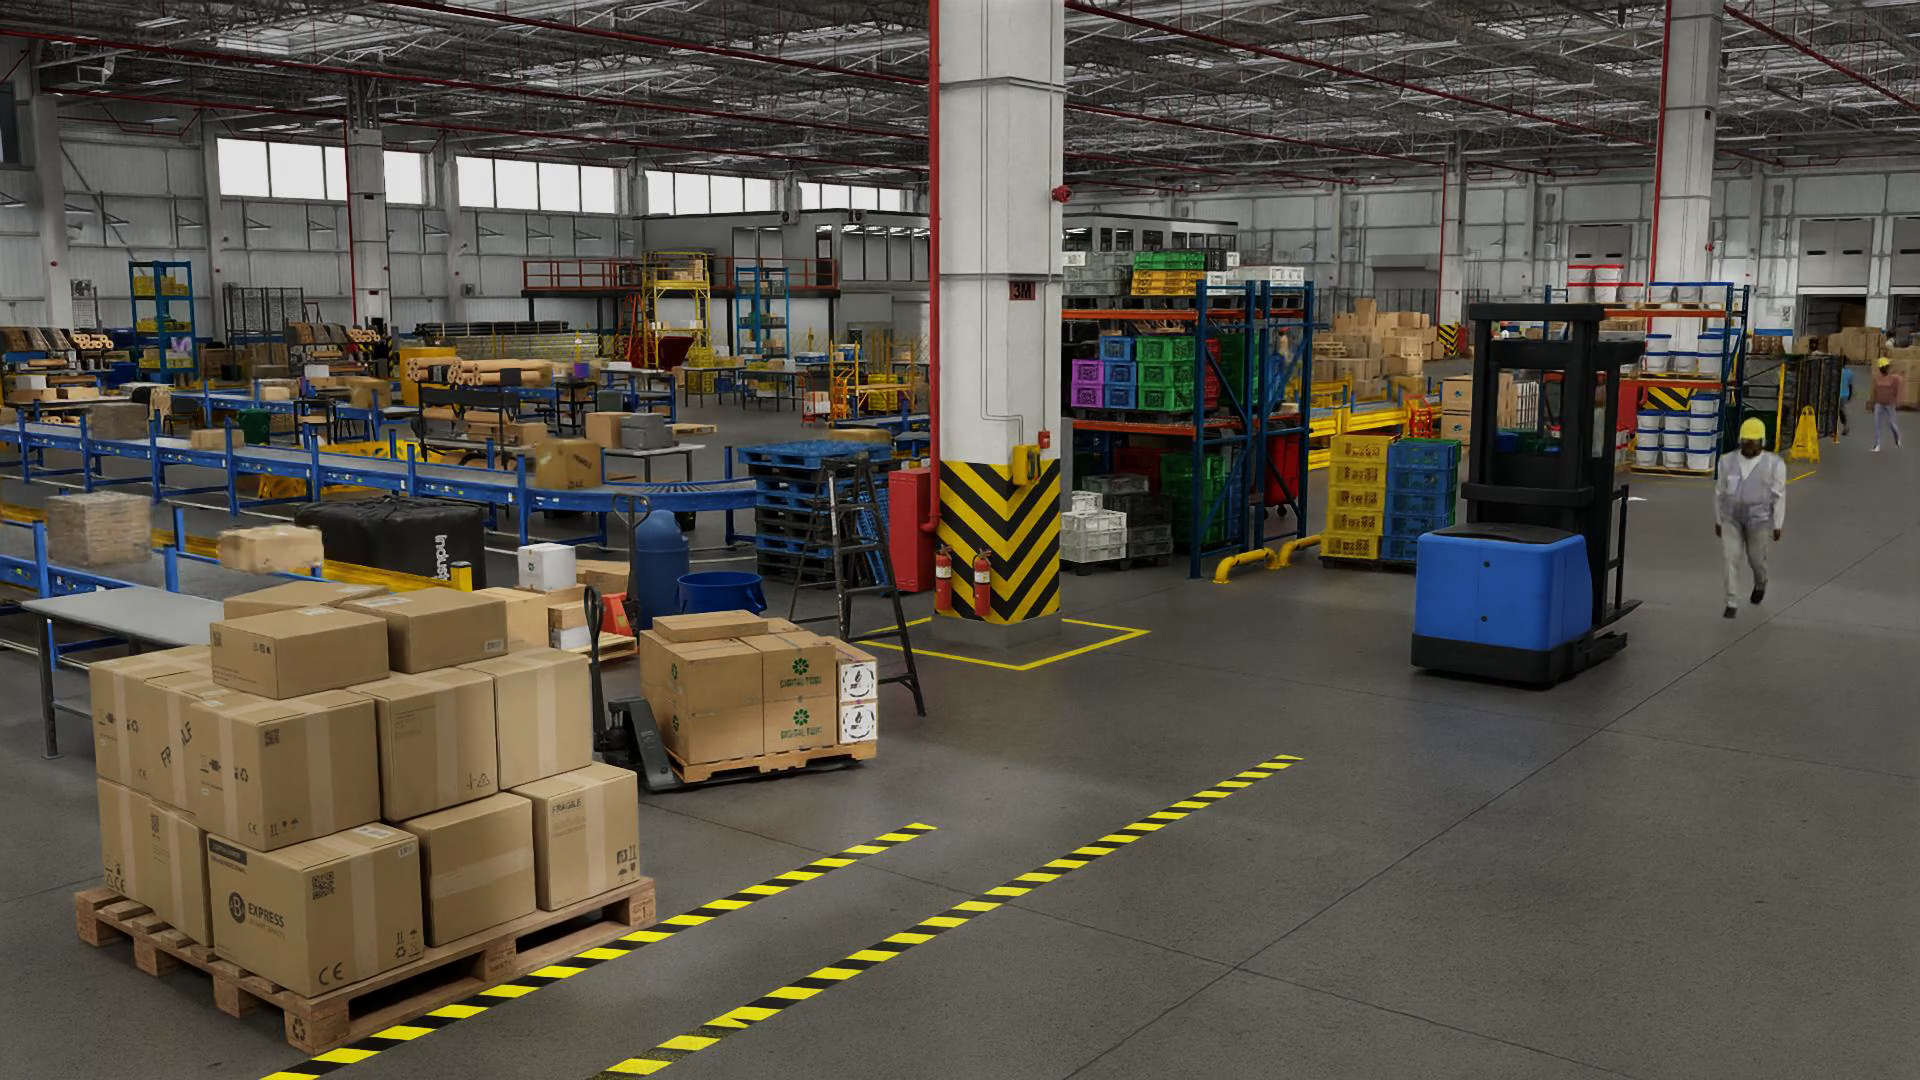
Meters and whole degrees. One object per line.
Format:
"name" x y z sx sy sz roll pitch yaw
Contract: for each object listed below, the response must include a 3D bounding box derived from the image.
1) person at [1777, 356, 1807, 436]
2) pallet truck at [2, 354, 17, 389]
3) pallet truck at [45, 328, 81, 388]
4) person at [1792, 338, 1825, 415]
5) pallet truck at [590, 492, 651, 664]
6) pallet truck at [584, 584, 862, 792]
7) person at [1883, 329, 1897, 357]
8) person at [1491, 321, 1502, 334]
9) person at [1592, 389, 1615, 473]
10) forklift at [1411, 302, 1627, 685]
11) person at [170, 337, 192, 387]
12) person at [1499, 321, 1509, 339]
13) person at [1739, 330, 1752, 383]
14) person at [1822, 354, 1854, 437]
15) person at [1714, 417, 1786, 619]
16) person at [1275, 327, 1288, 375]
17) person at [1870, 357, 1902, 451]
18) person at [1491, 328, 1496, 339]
"person" 16.927 -2.938 33.864 0.540 1.640 0.878 -1 8 -7
"pallet truck" -24.881 -4.417 42.634 1.885 1.965 0.823 8 11 41
"pallet truck" -23.775 -4.544 43.495 1.885 1.965 0.823 6 10 35
"person" 20.216 -3.884 39.599 0.935 1.824 0.536 3 9 22
"pallet truck" -3.115 0.344 12.883 0.653 1.274 1.630 7 11 37
"pallet truck" -1.426 0.805 10.019 1.601 1.201 0.680 -4 9 -26
"person" 28.020 -5.427 50.043 0.521 1.827 0.779 -4 9 -24
"person" 25.786 -9.810 79.719 0.699 1.776 0.983 -3 9 -21
"person" 8.556 -1.218 22.283 0.402 1.619 0.512 -6 10 -33
"forklift" 4.379 -0.438 12.852 1.129 2.768 1.873 7 11 37
"person" -21.800 -4.989 46.488 0.628 1.988 1.029 -2 9 -11
"person" 18.923 -6.665 57.989 0.360 1.939 0.543 5 10 31
"person" 25.295 -5.928 53.670 0.297 1.745 0.484 -2 9 -15
"person" 17.657 -2.897 33.455 0.535 1.679 0.363 0 8 -2
"person" 7.081 -0.210 14.927 0.592 1.812 0.650 6 10 36
"person" 10.191 -5.807 52.341 0.965 1.903 0.541 4 9 26
"person" 17.016 -2.488 30.516 0.593 1.741 0.536 -6 10 -33
"person" 13.791 -4.546 43.511 0.392 1.992 0.623 1 9 10
